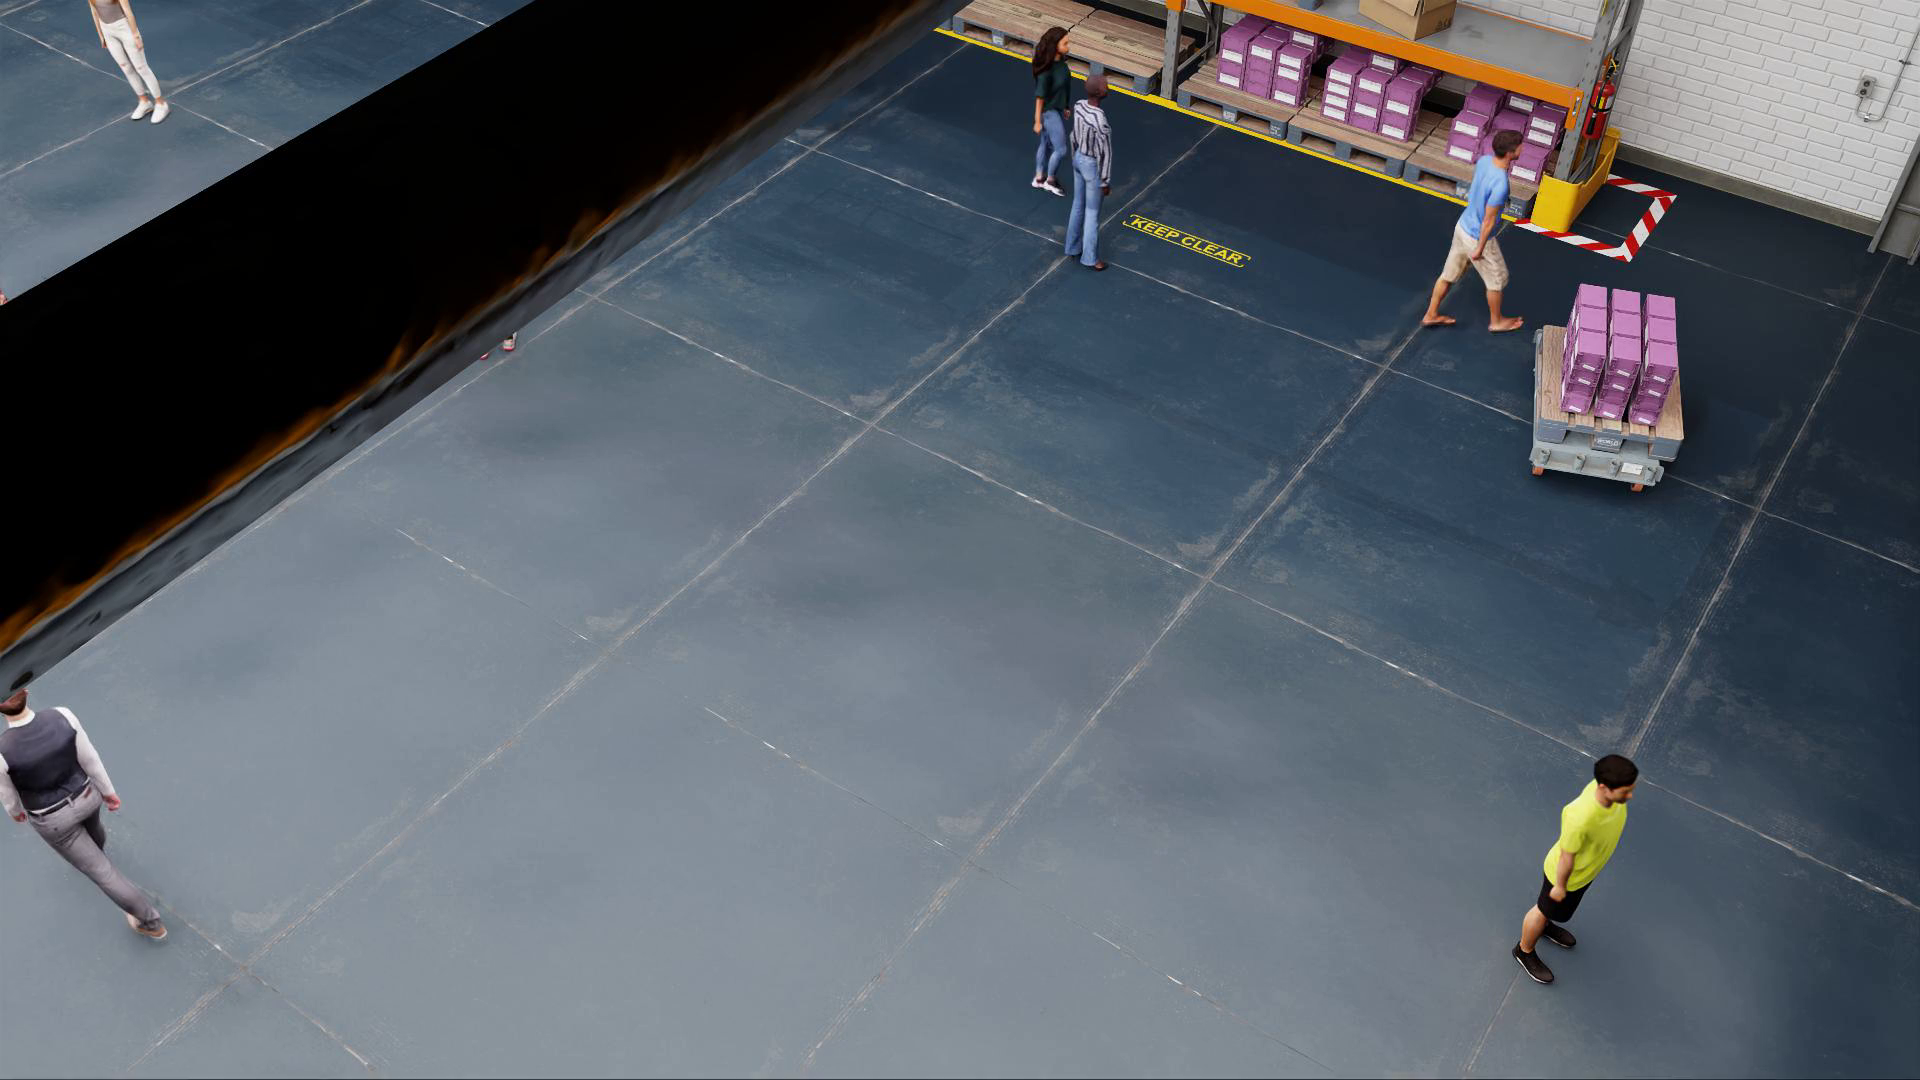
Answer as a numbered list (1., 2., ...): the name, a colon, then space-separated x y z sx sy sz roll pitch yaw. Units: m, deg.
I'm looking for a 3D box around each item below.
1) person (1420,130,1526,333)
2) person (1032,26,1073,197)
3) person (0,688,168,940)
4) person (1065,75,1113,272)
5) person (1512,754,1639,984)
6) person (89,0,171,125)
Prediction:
1. person: 4.072 -2.452 13.370 1.115 1.832 1.056 -8 44 -8
2. person: 0.756 -3.894 15.046 0.674 1.607 0.640 19 47 19
3. person: -4.862 1.531 9.158 1.237 1.875 0.639 26 49 24
4. person: 1.096 -3.111 14.088 0.759 1.795 0.630 -20 47 -20
5. person: 3.344 1.744 9.055 0.561 1.708 0.643 31 52 29
6. person: -8.057 -4.870 15.992 0.586 1.716 0.719 9 44 9
